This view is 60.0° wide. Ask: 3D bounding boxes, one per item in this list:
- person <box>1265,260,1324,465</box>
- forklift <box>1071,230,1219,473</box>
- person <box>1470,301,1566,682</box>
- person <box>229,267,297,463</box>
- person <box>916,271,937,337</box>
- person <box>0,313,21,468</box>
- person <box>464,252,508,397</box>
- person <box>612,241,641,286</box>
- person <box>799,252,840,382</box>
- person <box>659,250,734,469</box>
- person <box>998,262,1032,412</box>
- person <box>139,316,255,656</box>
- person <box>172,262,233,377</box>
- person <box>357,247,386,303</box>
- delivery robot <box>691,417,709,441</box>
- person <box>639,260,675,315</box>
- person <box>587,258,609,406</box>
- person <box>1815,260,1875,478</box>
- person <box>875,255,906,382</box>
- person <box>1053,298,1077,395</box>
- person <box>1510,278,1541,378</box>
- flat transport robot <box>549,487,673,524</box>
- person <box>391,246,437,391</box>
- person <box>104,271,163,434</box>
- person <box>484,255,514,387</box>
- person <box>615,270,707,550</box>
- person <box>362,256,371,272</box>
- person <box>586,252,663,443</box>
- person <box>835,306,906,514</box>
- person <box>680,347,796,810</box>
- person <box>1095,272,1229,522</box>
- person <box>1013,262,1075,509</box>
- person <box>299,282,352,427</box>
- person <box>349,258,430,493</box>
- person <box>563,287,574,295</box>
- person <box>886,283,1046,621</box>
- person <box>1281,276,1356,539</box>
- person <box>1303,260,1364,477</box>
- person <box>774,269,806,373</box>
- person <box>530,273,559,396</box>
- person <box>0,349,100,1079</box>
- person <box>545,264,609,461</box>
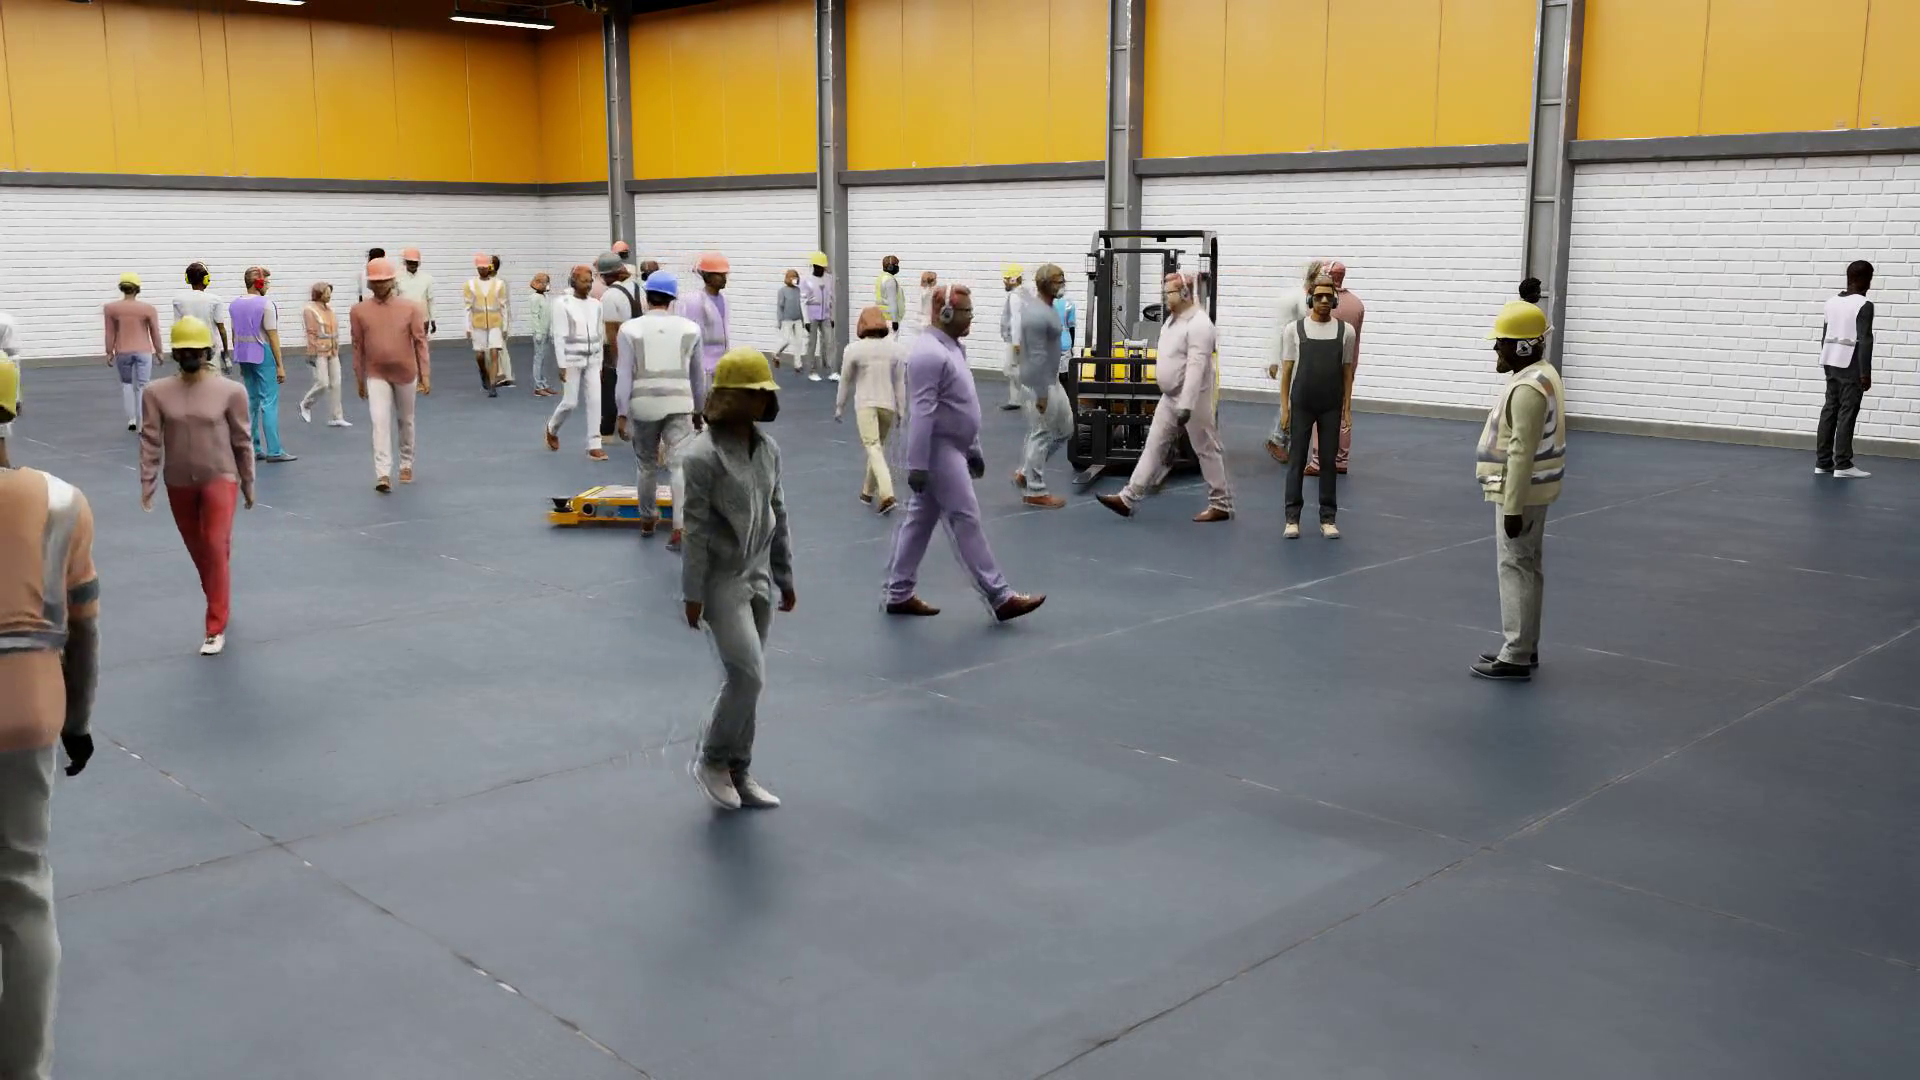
[{"bbox_3d":[3.167,-1.632,15.426,0.712,1.900,0.431,-8,13,-39],"label":"person"},{"bbox_3d":[1.804,-1.825,15.677,1.214,2.155,2.313,2,11,13],"label":"forklift"},{"bbox_3d":[2.684,-0.230,8.006,0.403,1.825,0.596,5,12,25],"label":"person"},{"bbox_3d":[-6.598,-1.640,15.639,0.563,1.837,0.389,5,12,26],"label":"person"},{"bbox_3d":[-0.450,-2.945,23.305,0.316,1.638,0.526,-2,11,-9],"label":"person"},{"bbox_3d":[-7.407,-1.103,12.520,0.577,1.901,0.917,-9,14,-41],"label":"person"},{"bbox_3d":[-6.298,-2.870,22.143,0.551,1.915,0.730,-3,11,-14],"label":"person"},{"bbox_3d":[-5.119,-3.503,25.238,0.391,2.041,0.615,8,13,38],"label":"person"},{"bbox_3d":[-2.009,-3.228,24.150,0.618,1.882,0.873,-7,13,-34],"label":"person"},{"bbox_3d":[-2.300,-1.562,14.777,0.950,2.012,0.618,5,11,24],"label":"person"},{"bbox_3d":[0.730,-2.426,20.006,0.540,1.809,0.590,3,11,18],"label":"person"},{"bbox_3d":[-3.993,-0.323,8.773,0.526,1.726,0.893,-2,11,-9],"label":"person"},{"bbox_3d":[-7.533,-1.828,16.579,0.532,1.871,0.321,-1,10,-5],"label":"person"},{"bbox_3d":[-8.536,-3.342,24.601,0.633,1.950,0.582,5,12,26],"label":"person"},{"bbox_3d":[-2.375,-1.015,15.477,0.477,0.478,0.707,-1,10,-7],"label":"delivery robot"},{"bbox_3d":[-3.838,-2.615,21.018,0.449,1.821,0.676,7,13,35],"label":"person"},{"bbox_3d":[-4.317,-2.515,20.352,0.873,1.874,0.659,10,14,44],"label":"person"},{"bbox_3d":[7.853,-1.513,14.742,0.393,1.915,0.589,-1,10,-8],"label":"person"},{"bbox_3d":[-1.001,-3.194,24.105,0.429,1.843,0.628,-3,11,-18],"label":"person"},{"bbox_3d":[1.068,-2.187,19.006,0.532,1.697,0.319,-1,10,-5],"label":"person"},{"bbox_3d":[5.952,-1.919,17.568,0.320,1.694,0.532,4,11,19],"label":"person"},{"bbox_3d":[-2.266,-0.263,12.410,1.431,0.197,0.652,1,10,5],"label":"flat transport robot"},{"bbox_3d":[-7.481,-3.021,22.791,0.607,1.973,0.443,-6,12,-31],"label":"person"},{"bbox_3d":[-8.893,-2.018,17.944,0.545,1.747,0.547,-3,11,-16],"label":"person"},{"bbox_3d":[-6.534,-3.063,23.341,0.496,1.853,0.570,0,10,-3],"label":"person"},{"bbox_3d":[-2.051,-0.895,11.435,0.644,1.881,1.024,-3,11,-16],"label":"person"},{"bbox_3d":[-9.710,-3.896,27.815,0.339,1.882,0.581,10,14,43],"label":"person"},{"bbox_3d":[-3.371,-1.973,16.905,1.001,2.000,0.752,6,12,28],"label":"person"},{"bbox_3d":[-0.663,-1.011,12.881,0.518,1.587,0.851,-5,11,-23],"label":"person"},{"bbox_3d":[-0.792,0.159,6.102,0.374,1.727,0.509,6,12,30],"label":"person"},{"bbox_3d":[1.562,-1.036,12.310,1.012,1.852,0.668,-4,11,-20],"label":"person"},{"bbox_3d":[0.677,-1.192,12.963,0.439,1.921,0.654,2,11,11],"label":"person"},{"bbox_3d":[-7.103,-2.059,18.501,0.501,1.623,0.538,4,11,19],"label":"person"},{"bbox_3d":[-4.788,-1.389,13.996,0.624,1.944,1.019,-3,11,-14],"label":"person"},{"bbox_3d":[-5.669,-3.180,24.700,0.570,1.582,0.885,-3,11,-16],"label":"person"},{"bbox_3d":[0.019,-0.472,9.193,0.967,1.856,0.681,1,10,7],"label":"person"},{"bbox_3d":[2.514,-0.924,11.716,0.506,1.847,0.345,0,10,3],"label":"person"},{"bbox_3d":[3.268,-1.518,14.772,0.651,1.913,0.409,-7,13,-35],"label":"person"},{"bbox_3d":[-2.654,-3.415,25.937,0.505,1.618,0.592,-8,13,-38],"label":"person"},{"bbox_3d":[-5.572,-2.741,22.205,0.289,1.633,0.499,1,10,4],"label":"person"},{"bbox_3d":[-2.393,0.461,4.075,0.575,1.872,0.628,9,14,41],"label":"person"},{"bbox_3d":[-3.670,-1.696,15.898,0.765,1.864,0.594,9,14,42],"label":"person"}]
